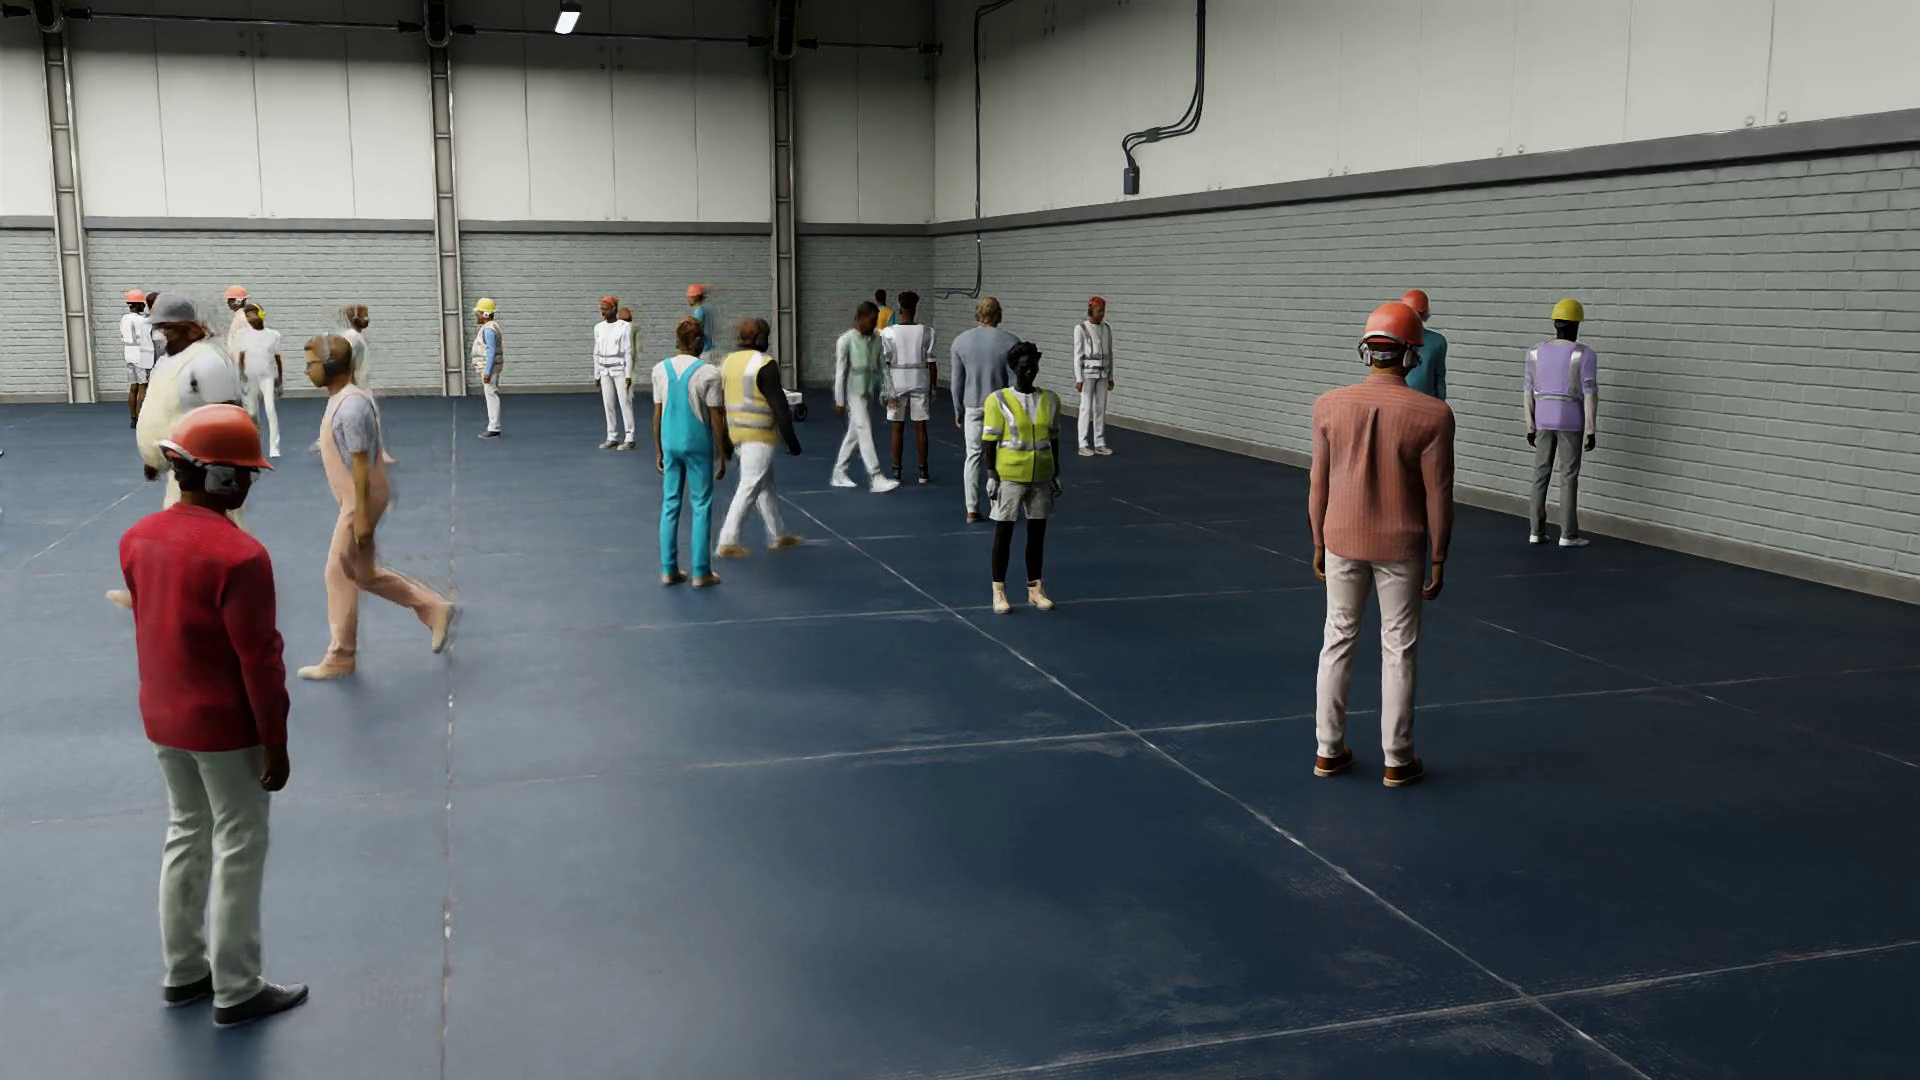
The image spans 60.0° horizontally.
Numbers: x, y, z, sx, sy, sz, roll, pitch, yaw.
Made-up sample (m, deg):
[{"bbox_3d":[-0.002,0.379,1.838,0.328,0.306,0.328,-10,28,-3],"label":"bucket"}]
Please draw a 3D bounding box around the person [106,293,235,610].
[{"bbox_3d":[-4.946,-0.568,10.432,0.694,2.000,1.016,9,12,43],"label":"person"}]

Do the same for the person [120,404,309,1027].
[{"bbox_3d":[-2.065,0.489,4.659,0.574,1.737,0.353,5,10,30],"label":"person"}]

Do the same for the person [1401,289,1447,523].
[{"bbox_3d":[3.829,-1.128,14.153,0.623,1.990,0.390,0,9,2],"label":"person"}]

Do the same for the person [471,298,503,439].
[{"bbox_3d":[-6.187,-2.247,21.793,0.404,1.837,0.590,-2,9,-15],"label":"person"}]

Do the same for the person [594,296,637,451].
[{"bbox_3d":[-4.211,-2.022,20.251,0.576,1.877,0.342,5,10,27],"label":"person"}]

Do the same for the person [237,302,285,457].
[{"bbox_3d":[-8.257,-1.900,19.678,0.495,1.808,0.852,-2,9,-14],"label":"person"}]

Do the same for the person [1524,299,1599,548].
[{"bbox_3d":[4.667,-0.902,12.923,0.367,1.927,0.587,-9,12,-43],"label":"person"}]

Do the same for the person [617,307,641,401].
[{"bbox_3d":[-5.661,-3.116,28.044,0.511,1.616,0.519,-8,12,-43],"label":"person"}]

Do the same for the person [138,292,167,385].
[{"bbox_3d":[-10.036,-2.128,20.773,0.374,1.917,0.596,-7,12,-39],"label":"person"}]

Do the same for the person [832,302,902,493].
[{"bbox_3d":[-0.946,-1.409,16.386,0.969,1.858,0.587,6,11,32],"label":"person"}]

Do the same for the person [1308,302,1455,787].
[{"bbox_3d":[1.729,0.023,6.850,0.609,1.987,0.397,5,10,31],"label":"person"}]

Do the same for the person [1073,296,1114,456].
[{"bbox_3d":[1.586,-1.925,19.620,0.580,1.879,0.367,-7,11,-38],"label":"person"}]

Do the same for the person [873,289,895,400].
[{"bbox_3d":[-1.390,-3.353,28.634,0.586,1.910,0.395,4,10,22],"label":"person"}]

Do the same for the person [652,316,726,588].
[{"bbox_3d":[-1.826,-0.585,11.204,0.523,1.834,0.339,3,9,17],"label":"person"}]

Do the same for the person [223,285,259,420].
[{"bbox_3d":[-9.616,-2.403,22.283,0.383,1.993,0.622,-5,10,-31],"label":"person"}]

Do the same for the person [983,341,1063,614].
[{"bbox_3d":[0.398,-0.388,10.377,0.542,1.695,0.316,-4,10,-23],"label":"person"}]

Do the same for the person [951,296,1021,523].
[{"bbox_3d":[0.232,-1.103,14.171,0.629,1.939,0.372,3,9,17],"label":"person"}]

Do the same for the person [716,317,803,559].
[{"bbox_3d":[-1.529,-0.768,12.483,0.889,1.801,0.633,-7,11,-38],"label":"person"}]

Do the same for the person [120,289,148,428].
[{"bbox_3d":[-11.397,-2.503,23.105,0.544,1.939,0.354,6,11,34],"label":"person"}]

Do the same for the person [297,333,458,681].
[{"bbox_3d":[-3.080,-0.184,8.730,0.771,1.815,0.555,-4,10,-25],"label":"person"}]

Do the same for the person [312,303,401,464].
[{"bbox_3d":[-6.770,-1.724,18.530,0.869,1.821,0.520,-3,9,-17],"label":"person"}]

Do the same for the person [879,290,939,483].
[{"bbox_3d":[-0.524,-1.553,16.969,0.611,1.959,0.361,-1,9,-8],"label":"person"}]
